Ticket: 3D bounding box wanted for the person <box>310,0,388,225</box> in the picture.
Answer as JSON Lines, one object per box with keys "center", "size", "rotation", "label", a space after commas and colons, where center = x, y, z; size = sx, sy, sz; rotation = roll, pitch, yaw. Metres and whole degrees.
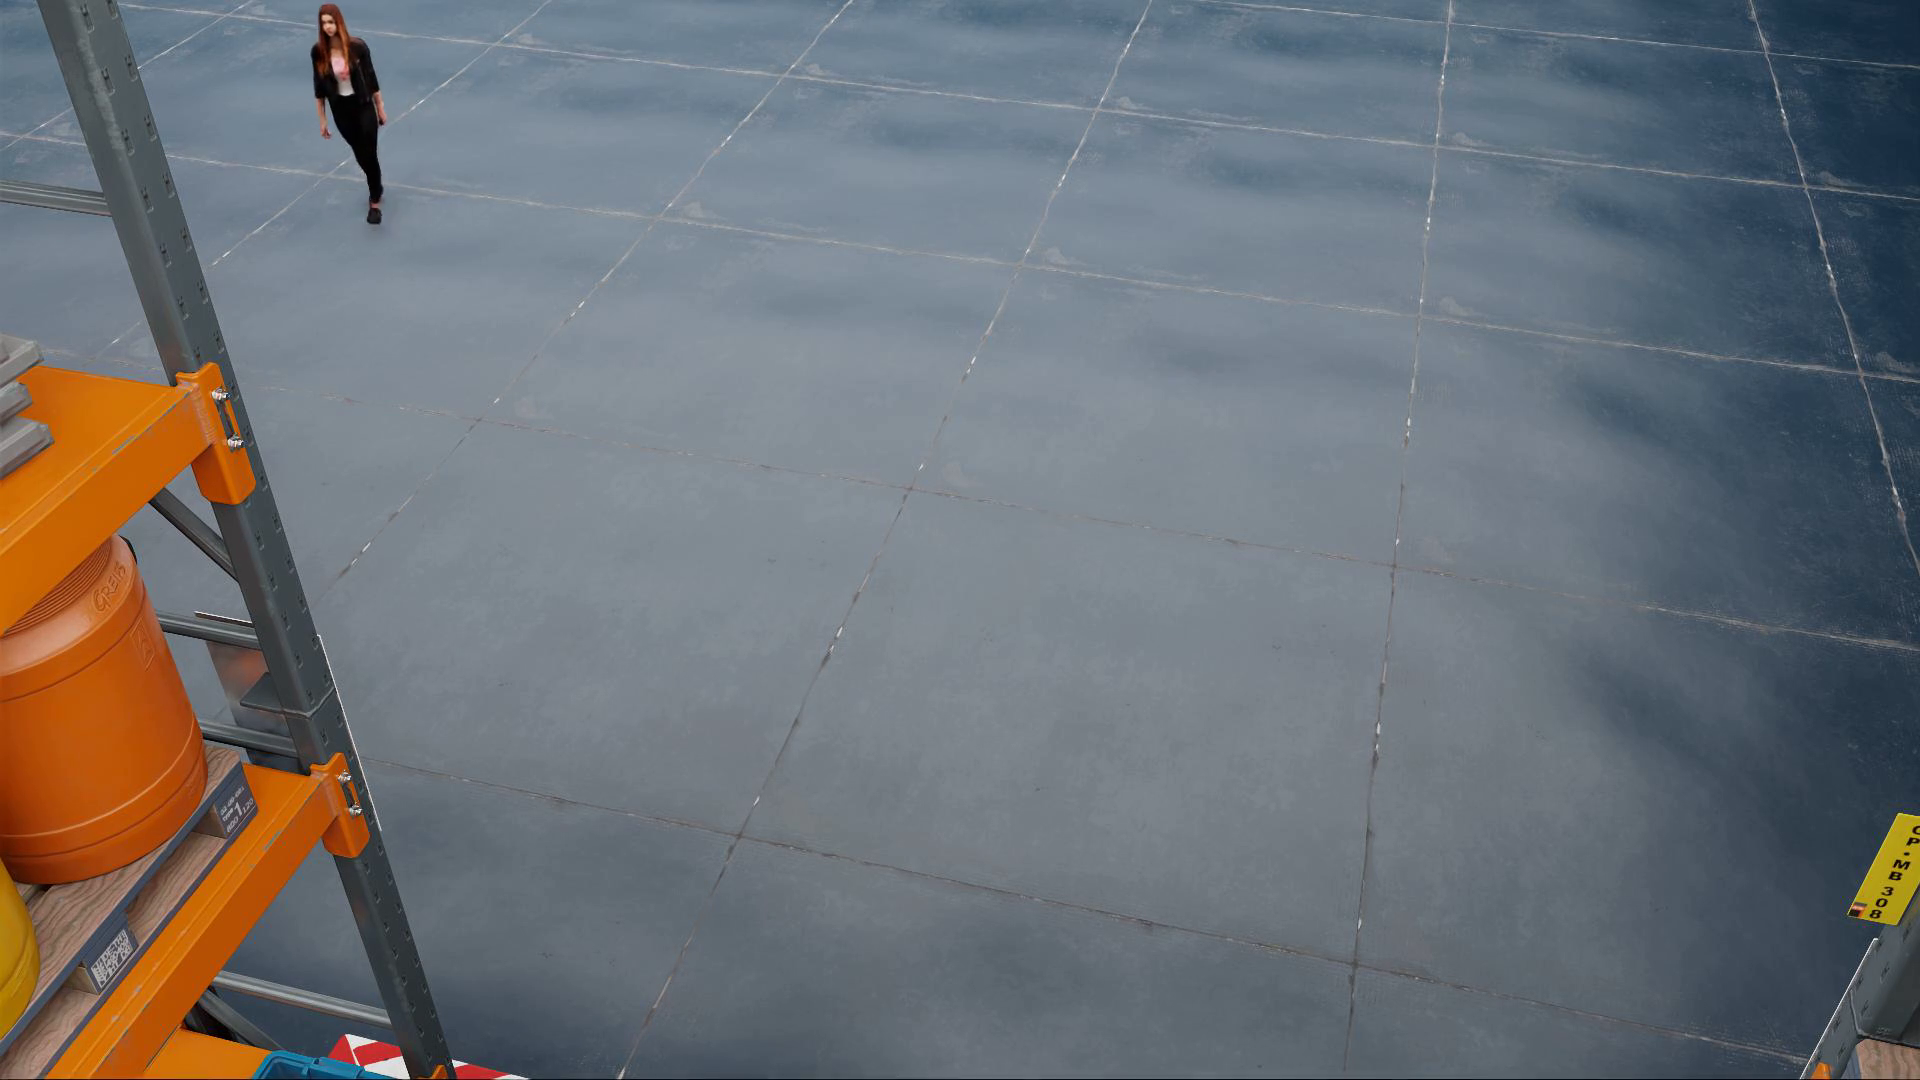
{"center": [-4.740, -3.392, 13.047], "size": [0.854, 1.678, 1.135], "rotation": [-3, 38, -3], "label": "person"}
